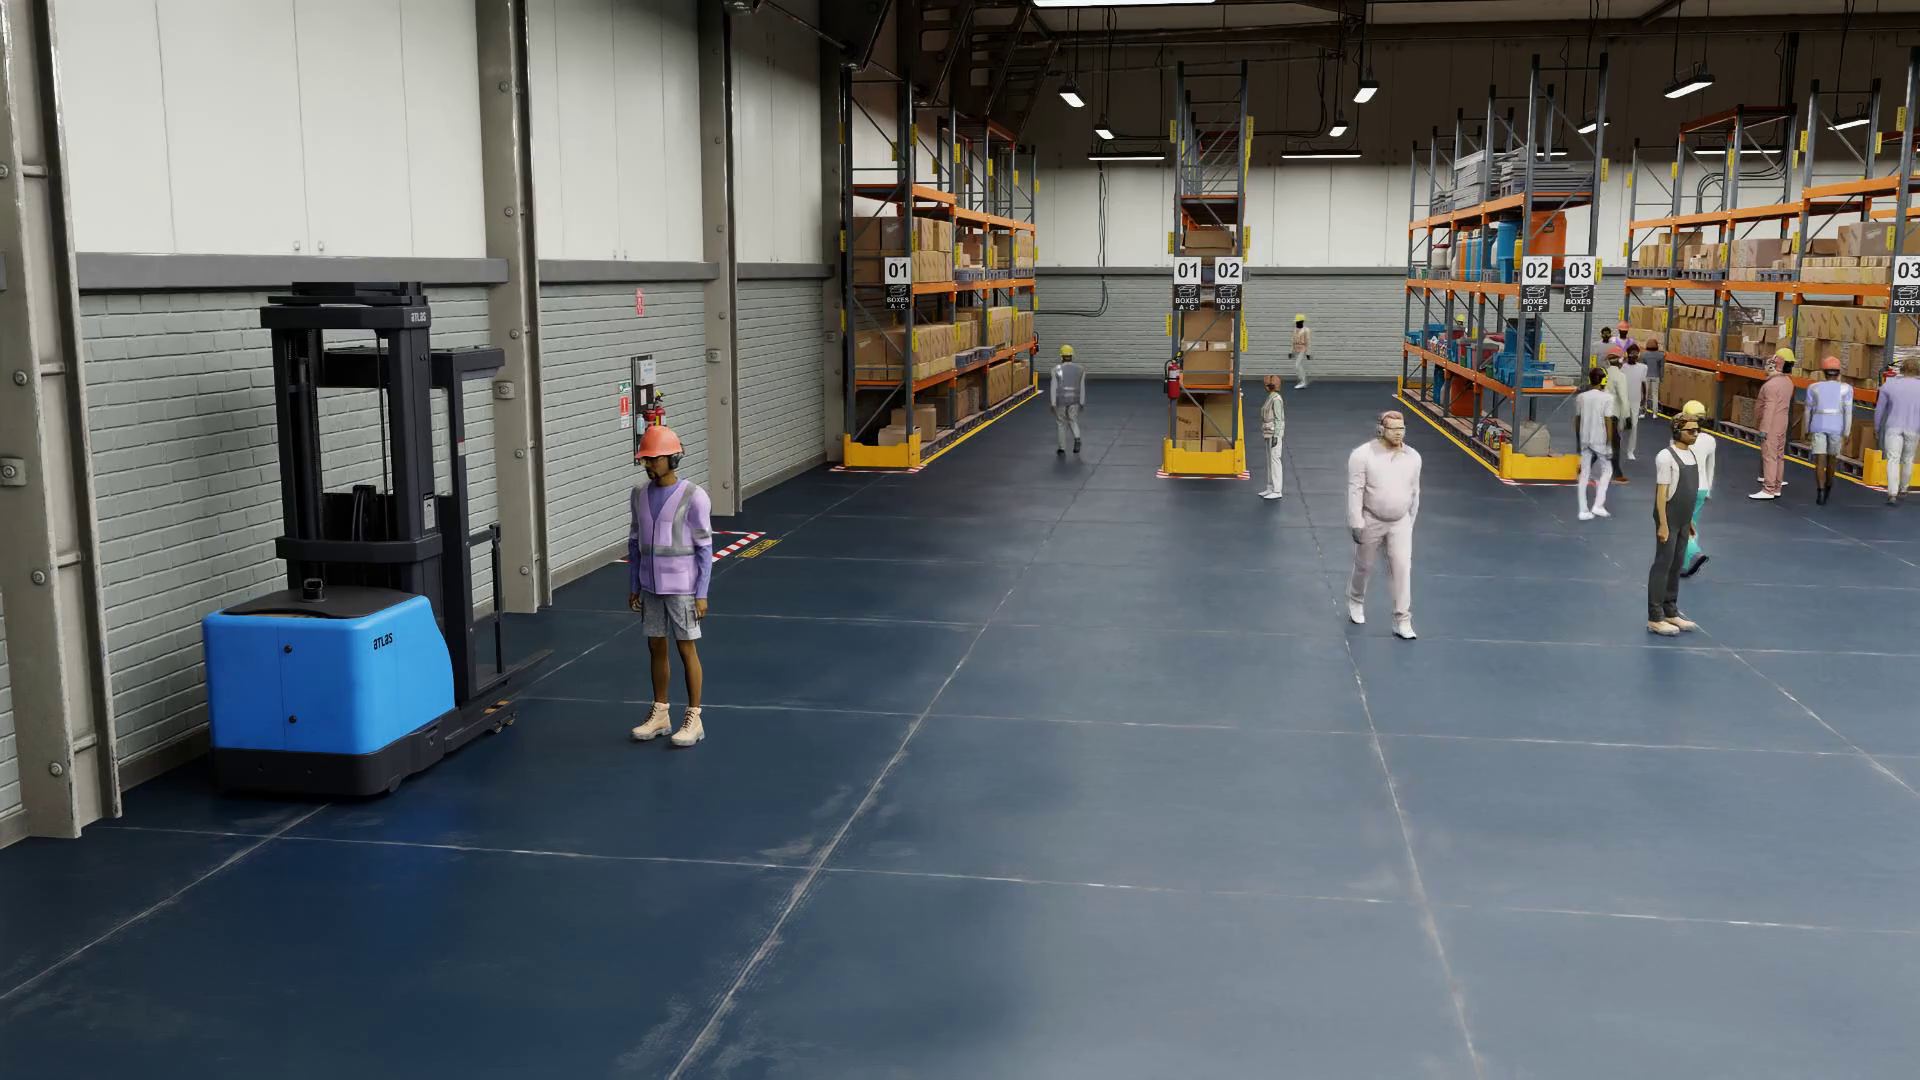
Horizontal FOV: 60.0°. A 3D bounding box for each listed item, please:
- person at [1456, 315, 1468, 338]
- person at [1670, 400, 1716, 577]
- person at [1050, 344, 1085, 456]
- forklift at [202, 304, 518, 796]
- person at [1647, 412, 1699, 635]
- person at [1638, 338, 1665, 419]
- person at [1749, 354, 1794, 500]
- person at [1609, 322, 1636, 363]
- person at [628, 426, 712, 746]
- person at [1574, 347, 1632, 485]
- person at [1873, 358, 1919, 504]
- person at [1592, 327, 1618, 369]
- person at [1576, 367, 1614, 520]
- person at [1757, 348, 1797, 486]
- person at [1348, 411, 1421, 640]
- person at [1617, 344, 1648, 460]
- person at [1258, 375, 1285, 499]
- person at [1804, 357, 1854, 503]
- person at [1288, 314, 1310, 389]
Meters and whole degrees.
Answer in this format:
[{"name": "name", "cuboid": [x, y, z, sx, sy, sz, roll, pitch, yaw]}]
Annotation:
[{"name": "person", "cuboid": [13.342, -5.095, 44.424, 0.588, 1.834, 0.403, 4, 10, 25]}, {"name": "person", "cuboid": [7.154, -0.487, 16.253, 0.539, 1.747, 0.496, -3, 10, -17]}, {"name": "person", "cuboid": [1.752, -2.273, 27.089, 0.595, 1.815, 0.546, -3, 10, -16]}, {"name": "forklift", "cuboid": [-3.673, -0.038, 10.147, 1.129, 2.768, 1.873, 1, 9, 9]}, {"name": "person", "cuboid": [5.975, -0.147, 13.872, 0.504, 1.847, 0.345, -8, 12, -39]}, {"name": "person", "cuboid": [14.072, -3.288, 33.897, 0.507, 1.632, 0.272, 2, 9, 13]}, {"name": "person", "cuboid": [10.709, -1.492, 21.978, 0.637, 1.911, 0.403, -9, 13, -43]}, {"name": "person", "cuboid": [14.147, -3.694, 35.525, 0.571, 1.913, 0.780, 2, 9, 10]}, {"name": "person", "cuboid": [-1.870, 0.291, 10.565, 0.614, 2.041, 0.390, 5, 10, 28]}, {"name": "person", "cuboid": [9.133, -1.754, 23.530, 0.817, 1.940, 0.735, -2, 9, -11]}, {"name": "person", "cuboid": [12.260, -1.420, 21.638, 0.650, 1.890, 1.054, 4, 10, 24]}, {"name": "person", "cuboid": [13.320, -3.479, 34.453, 0.524, 1.830, 0.928, 3, 10, 20]}, {"name": "person", "cuboid": [7.740, -1.176, 20.194, 0.603, 1.850, 0.565, -7, 12, -38]}, {"name": "person", "cuboid": [11.525, -1.739, 23.437, 0.382, 1.924, 0.594, 1, 9, 8]}, {"name": "person", "cuboid": [3.537, -0.161, 13.935, 0.642, 1.862, 0.992, -1, 9, -3]}, {"name": "person", "cuboid": [10.757, -2.226, 26.700, 0.521, 1.856, 0.548, 2, 9, 11]}, {"name": "person", "cuboid": [4.136, -1.363, 22.014, 0.310, 1.636, 0.523, 0, 9, -1]}, {"name": "person", "cuboid": [11.366, -1.451, 21.802, 0.550, 1.888, 0.986, 4, 10, 24]}, {"name": "person", "cuboid": [8.622, -4.798, 42.361, 0.605, 1.905, 0.602, -3, 10, -19]}]
